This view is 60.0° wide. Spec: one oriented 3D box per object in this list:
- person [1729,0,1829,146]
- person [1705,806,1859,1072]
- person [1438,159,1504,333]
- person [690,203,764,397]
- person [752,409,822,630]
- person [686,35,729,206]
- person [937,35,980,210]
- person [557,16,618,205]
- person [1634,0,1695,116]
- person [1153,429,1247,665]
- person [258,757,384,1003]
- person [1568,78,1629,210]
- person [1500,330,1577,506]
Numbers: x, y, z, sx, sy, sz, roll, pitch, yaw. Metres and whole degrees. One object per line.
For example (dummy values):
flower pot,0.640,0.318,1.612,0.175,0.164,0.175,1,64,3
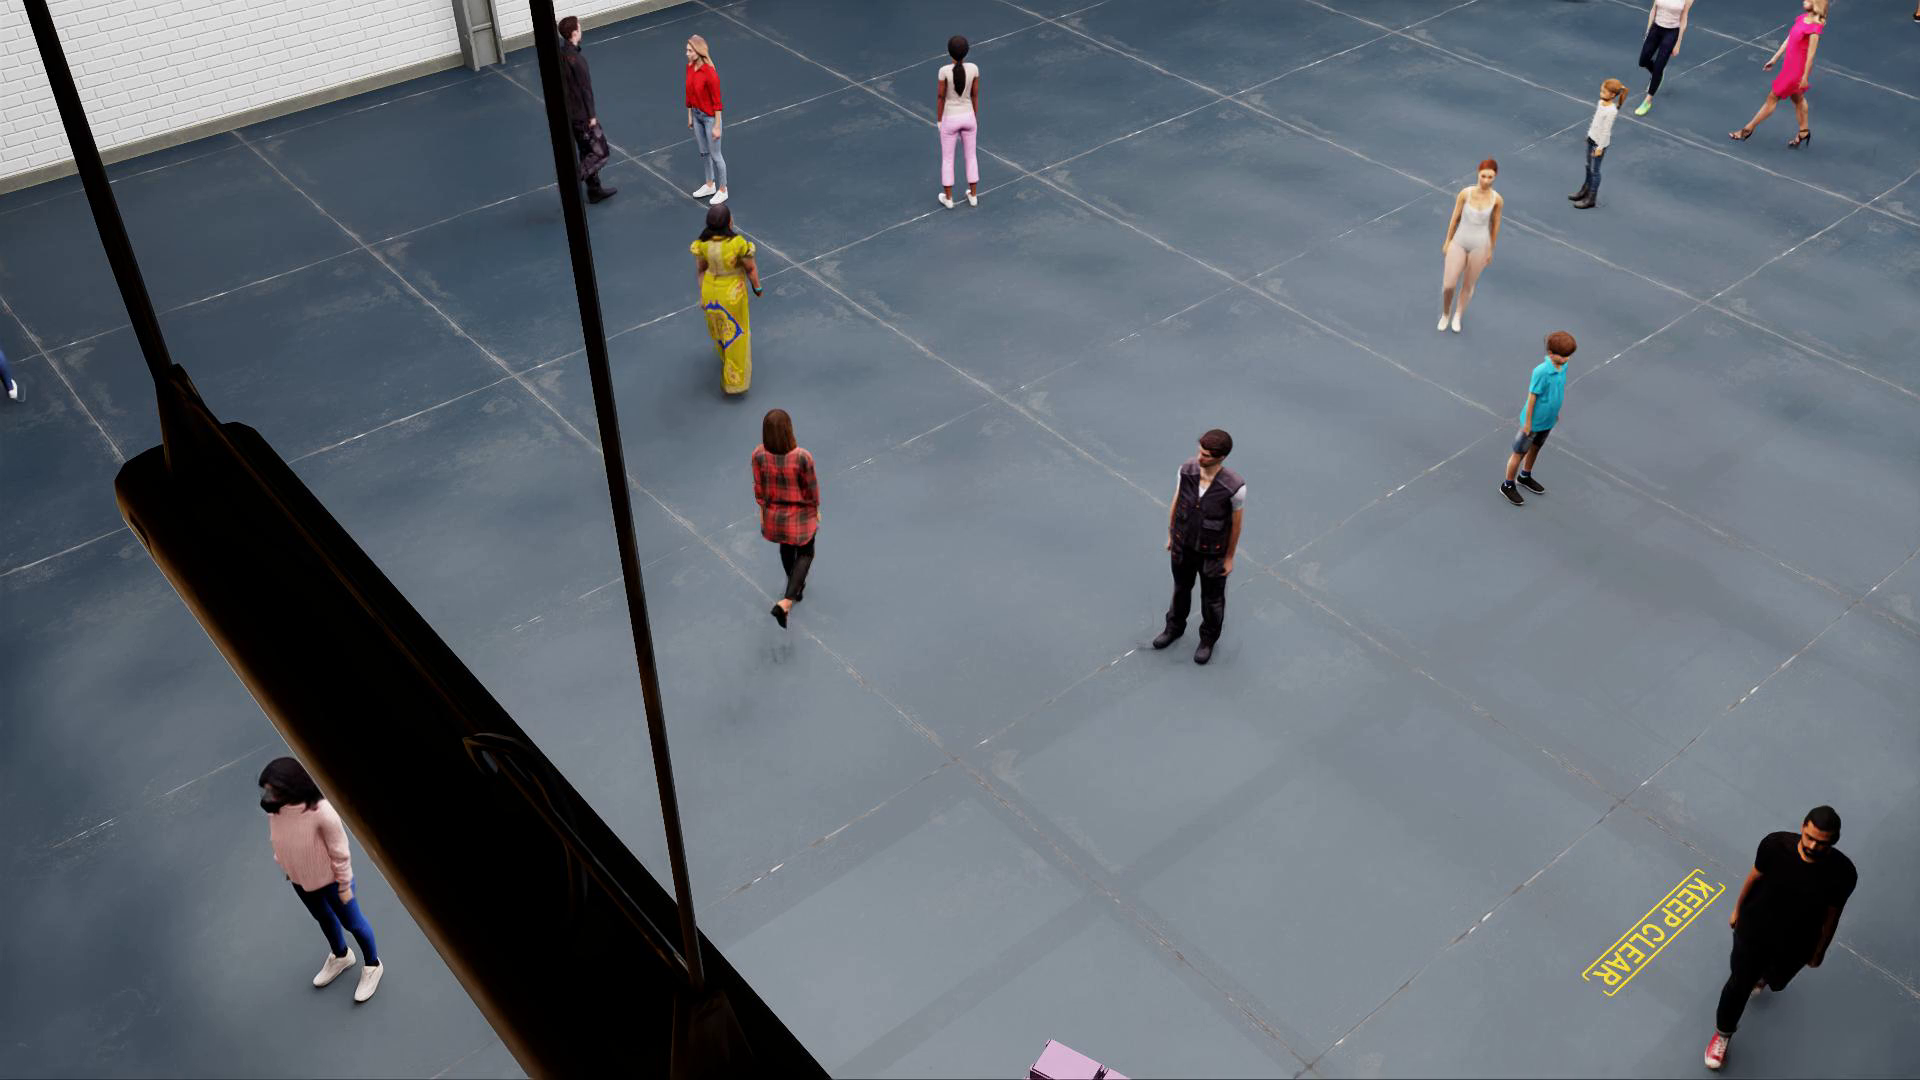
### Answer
person,8.815,-4.891,17.374,1.051,1.681,1.045,6,39,8
person,4.306,1.999,8.704,0.862,1.734,1.137,21,43,24
person,4.456,-2.598,14.541,0.692,1.634,0.735,9,39,11
person,-1.953,-1.951,13.735,1.139,1.628,1.259,11,40,14
person,-1.189,-0.119,11.400,0.927,1.681,1.065,10,40,12
person,-2.507,-4.155,16.434,0.647,1.704,0.543,29,47,32
person,-0.016,-4.114,16.355,0.580,1.739,0.695,-10,40,-12
person,-3.765,-4.115,16.238,0.891,1.887,0.685,-25,45,-28
person,7.734,-5.516,18.150,0.847,1.690,0.616,-31,48,-33
person,1.624,0.012,11.100,0.702,1.849,0.664,22,44,25
person,-3.430,1.792,8.938,0.722,1.766,0.710,15,41,17
person,6.337,-3.937,16.475,0.621,1.312,0.571,-2,39,-2
person,4.399,-0.961,12.639,0.440,1.449,0.593,-24,44,-27
